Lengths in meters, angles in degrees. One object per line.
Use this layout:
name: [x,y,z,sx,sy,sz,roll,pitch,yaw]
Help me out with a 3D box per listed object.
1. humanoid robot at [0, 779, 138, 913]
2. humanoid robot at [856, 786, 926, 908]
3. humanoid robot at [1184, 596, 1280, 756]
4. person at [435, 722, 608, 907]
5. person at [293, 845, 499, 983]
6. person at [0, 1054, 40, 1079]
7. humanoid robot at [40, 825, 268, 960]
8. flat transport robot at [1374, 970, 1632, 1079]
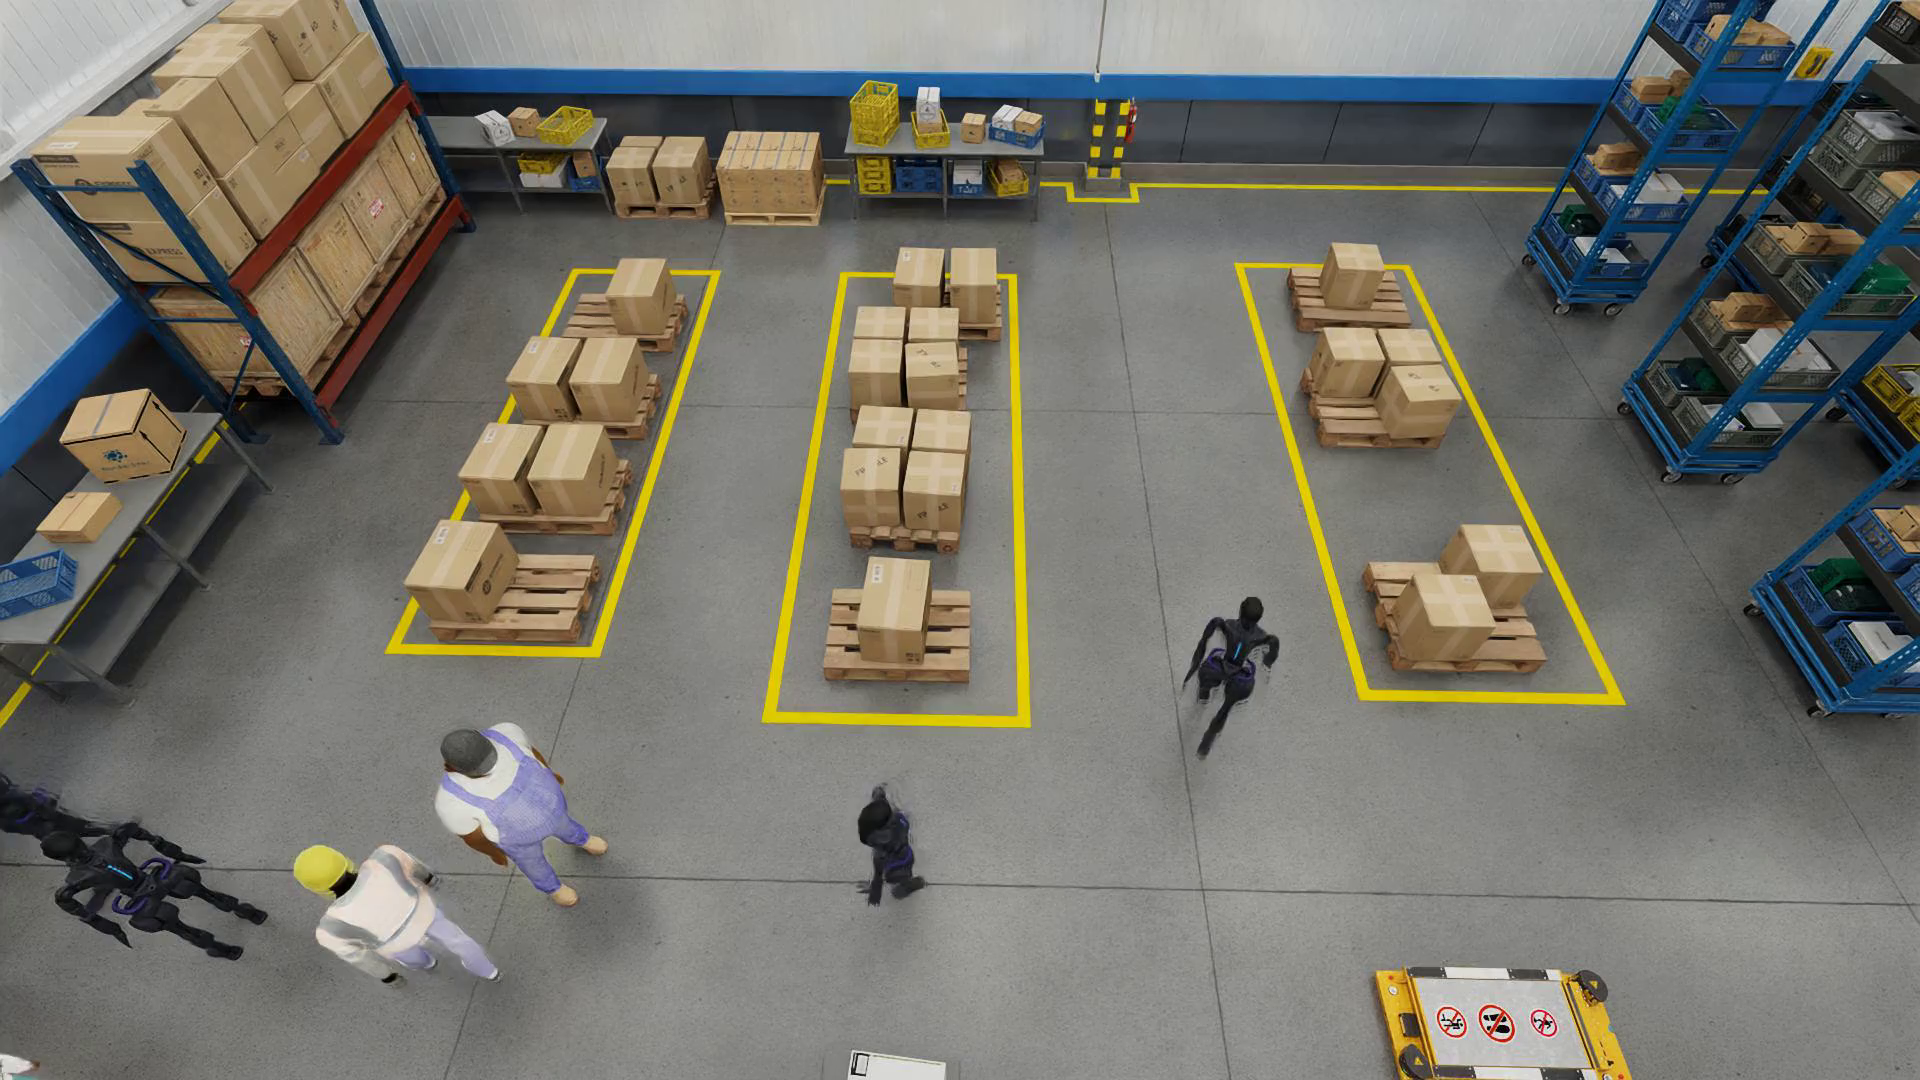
humanoid robot: [-6.207,1.878,6.069,0.597,1.634,0.675,7,51,5]
humanoid robot: [-0.475,2.005,5.953,0.501,1.635,0.606,-8,51,-7]
humanoid robot: [2.014,0.944,6.826,0.543,1.625,0.728,24,55,18]
person: [-2.794,1.756,5.912,0.539,2.000,0.688,16,53,12]
person: [-3.492,2.270,5.581,0.843,1.891,0.621,18,53,14]
person: [-5.302,3.126,4.990,0.461,1.735,0.532,10,51,8]
humanoid robot: [-5.080,2.227,5.759,0.333,1.651,0.582,10,51,8]
flat transport robot: [3.501,3.133,5.914,1.431,0.197,0.652,1,51,1]
